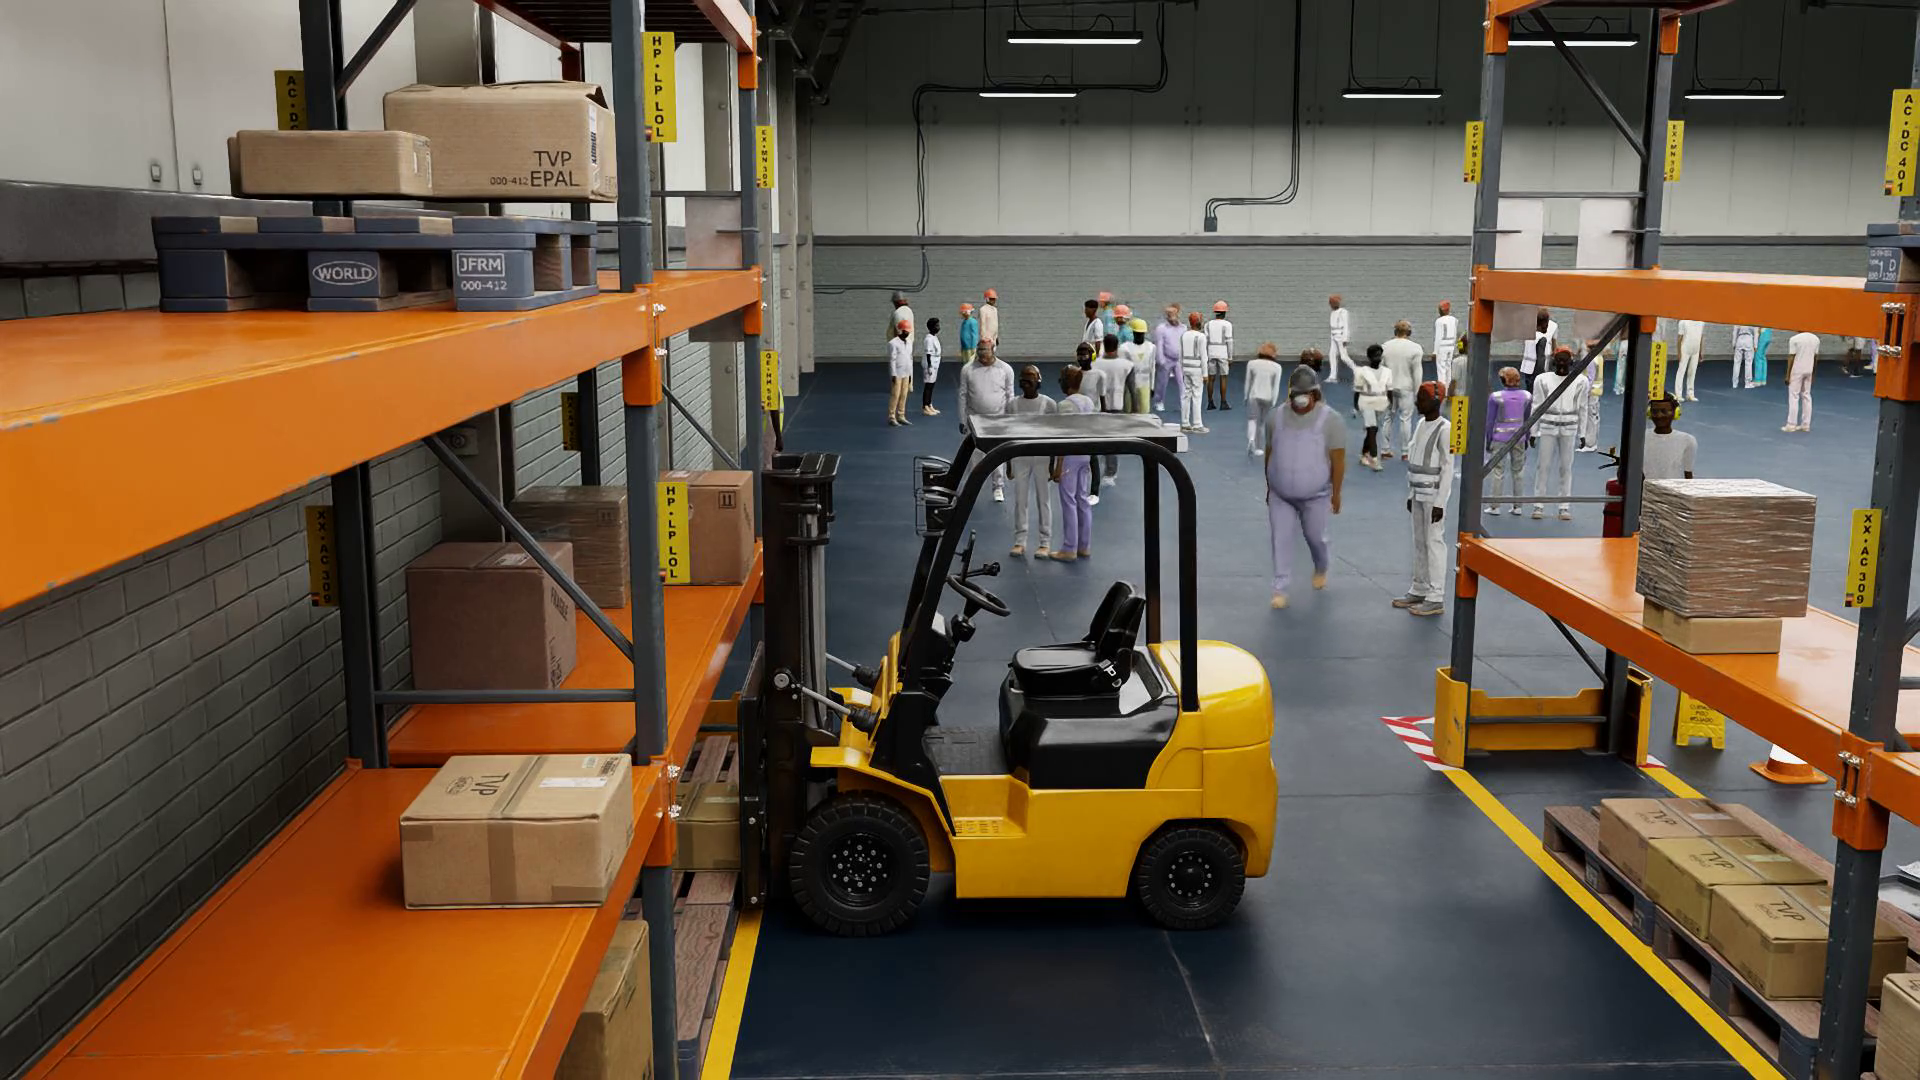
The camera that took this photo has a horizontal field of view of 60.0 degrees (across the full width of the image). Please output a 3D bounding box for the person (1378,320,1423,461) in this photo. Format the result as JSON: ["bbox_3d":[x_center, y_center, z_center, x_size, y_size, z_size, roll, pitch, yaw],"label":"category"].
[{"bbox_3d":[6.006,-2.043,22.759,0.631,1.931,0.364,8,13,38],"label":"person"}]

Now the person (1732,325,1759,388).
[{"bbox_3d":[16.131,-3.997,34.155,0.492,1.742,0.317,9,14,41],"label":"person"}]

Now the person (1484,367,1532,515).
[{"bbox_3d":[5.991,-1.073,18.187,0.514,1.634,0.313,-1,10,-6],"label":"person"}]

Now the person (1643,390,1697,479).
[{"bbox_3d":[5.324,-0.210,12.705,0.521,1.873,0.335,6,12,30],"label":"person"}]

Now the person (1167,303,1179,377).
[{"bbox_3d":[4.714,-4.437,36.943,0.283,1.627,0.501,2,10,10],"label":"person"}]

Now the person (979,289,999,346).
[{"bbox_3d":[0.626,-4.262,34.930,0.381,1.994,0.613,6,12,29],"label":"person"}]

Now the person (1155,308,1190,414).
[{"bbox_3d":[3.700,-3.148,29.159,0.650,1.859,0.983,-2,10,-12],"label":"person"}]

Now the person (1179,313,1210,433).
[{"bbox_3d":[3.671,-2.612,26.051,0.356,1.883,0.572,-7,13,-36],"label":"person"}]

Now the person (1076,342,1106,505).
[{"bbox_3d":[1.421,-1.325,18.961,0.510,1.862,0.329,7,12,34],"label":"person"}]

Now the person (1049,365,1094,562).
[{"bbox_3d":[1.052,-0.720,15.614,0.329,1.844,0.516,8,13,38],"label":"person"}]

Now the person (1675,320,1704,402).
[{"bbox_3d":[13.634,-3.492,31.056,0.506,1.847,0.343,-2,10,-10],"label":"person"}]

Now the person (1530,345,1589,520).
[{"bbox_3d":[6.446,-1.154,17.926,0.584,1.882,0.337,3,11,14],"label":"person"}]

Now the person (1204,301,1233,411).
[{"bbox_3d":[4.603,-3.268,29.550,0.543,1.939,0.360,7,12,35],"label":"person"}]

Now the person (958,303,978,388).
[{"bbox_3d":[0.152,-3.950,33.865,0.342,1.748,0.573,-4,11,-23],"label":"person"}]

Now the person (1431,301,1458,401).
[{"bbox_3d":[9.094,-3.550,31.269,0.572,1.886,0.356,-8,13,-38],"label":"person"}]

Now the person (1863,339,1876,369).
[{"bbox_3d":[21.461,-4.918,39.034,0.344,1.838,0.505,5,11,26],"label":"person"}]

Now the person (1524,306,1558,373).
[{"bbox_3d":[10.599,-3.362,30.385,0.567,1.831,0.401,1,10,6],"label":"person"}]

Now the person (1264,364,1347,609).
[{"bbox_3d":[2.859,-0.492,13.803,0.689,2.000,0.862,4,11,22],"label":"person"}]

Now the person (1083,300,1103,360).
[{"bbox_3d":[2.389,-3.347,29.948,0.371,1.962,0.606,-2,10,-13],"label":"person"}]

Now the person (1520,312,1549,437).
[{"bbox_3d":[8.853,-2.546,25.618,0.397,1.911,0.588,0,10,-1],"label":"person"}]

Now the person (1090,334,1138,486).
[{"bbox_3d":[1.880,-1.617,20.614,0.614,1.864,1.051,3,11,14],"label":"person"}]

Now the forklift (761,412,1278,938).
[{"bbox_3d":[0.291,0.548,7.580,2.313,2.155,1.214,0,10,-2],"label":"forklift"}]

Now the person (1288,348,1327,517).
[{"bbox_3d":[3.782,-1.168,18.152,0.429,1.839,0.631,0,10,1],"label":"person"}]

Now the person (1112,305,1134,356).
[{"bbox_3d":[2.580,-2.738,26.456,0.379,1.990,0.611,-1,10,-8],"label":"person"}]

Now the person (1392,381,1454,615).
[{"bbox_3d":[3.766,-0.342,13.409,0.355,1.883,0.575,-2,10,-10],"label":"person"}]

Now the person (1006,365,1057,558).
[{"bbox_3d":[0.672,-0.739,15.762,0.501,1.839,0.342,3,11,16],"label":"person"}]

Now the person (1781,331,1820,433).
[{"bbox_3d":[13.203,-2.596,26.107,0.501,1.839,0.341,-3,11,-14],"label":"person"}]

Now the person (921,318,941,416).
[{"bbox_3d":[-0.495,-2.990,28.705,0.322,1.691,0.532,2,10,10],"label":"person"}]

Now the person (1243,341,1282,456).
[{"bbox_3d":[4.189,-1.952,23.117,0.525,1.609,0.544,3,11,17],"label":"person"}]

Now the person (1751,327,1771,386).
[{"bbox_3d":[16.640,-4.107,34.528,0.521,1.833,0.339,-9,13,-41],"label":"person"}]

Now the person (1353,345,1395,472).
[{"bbox_3d":[5.433,-1.748,21.886,0.539,1.655,0.874,-3,11,-16],"label":"person"}]

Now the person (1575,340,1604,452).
[{"bbox_3d":[8.995,-2.065,23.689,0.308,1.638,0.511,6,12,32],"label":"person"}]

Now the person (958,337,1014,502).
[{"bbox_3d":[0.301,-1.384,19.149,0.652,1.904,0.403,1,10,4],"label":"person"}]

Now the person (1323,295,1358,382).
[{"bbox_3d":[8.154,-4.274,35.400,0.808,1.858,0.638,-3,11,-16],"label":"person"}]

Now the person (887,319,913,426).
[{"bbox_3d":[-0.947,-2.716,27.031,0.382,1.736,0.564,7,12,34],"label":"person"}]

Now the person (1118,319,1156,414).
[{"bbox_3d":[2.557,-2.232,23.950,0.609,1.872,1.016,-2,10,-13],"label":"person"}]

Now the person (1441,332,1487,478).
[{"bbox_3d":[6.381,-1.713,21.135,0.528,1.844,0.661,-6,12,-32],"label":"person"}]

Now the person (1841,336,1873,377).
[{"bbox_3d":[19.917,-4.588,36.866,0.496,1.947,0.621,-7,12,-34],"label":"person"}]

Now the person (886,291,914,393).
[{"bbox_3d":[-1.200,-3.950,33.067,0.535,2.000,0.691,4,11,19],"label":"person"}]
